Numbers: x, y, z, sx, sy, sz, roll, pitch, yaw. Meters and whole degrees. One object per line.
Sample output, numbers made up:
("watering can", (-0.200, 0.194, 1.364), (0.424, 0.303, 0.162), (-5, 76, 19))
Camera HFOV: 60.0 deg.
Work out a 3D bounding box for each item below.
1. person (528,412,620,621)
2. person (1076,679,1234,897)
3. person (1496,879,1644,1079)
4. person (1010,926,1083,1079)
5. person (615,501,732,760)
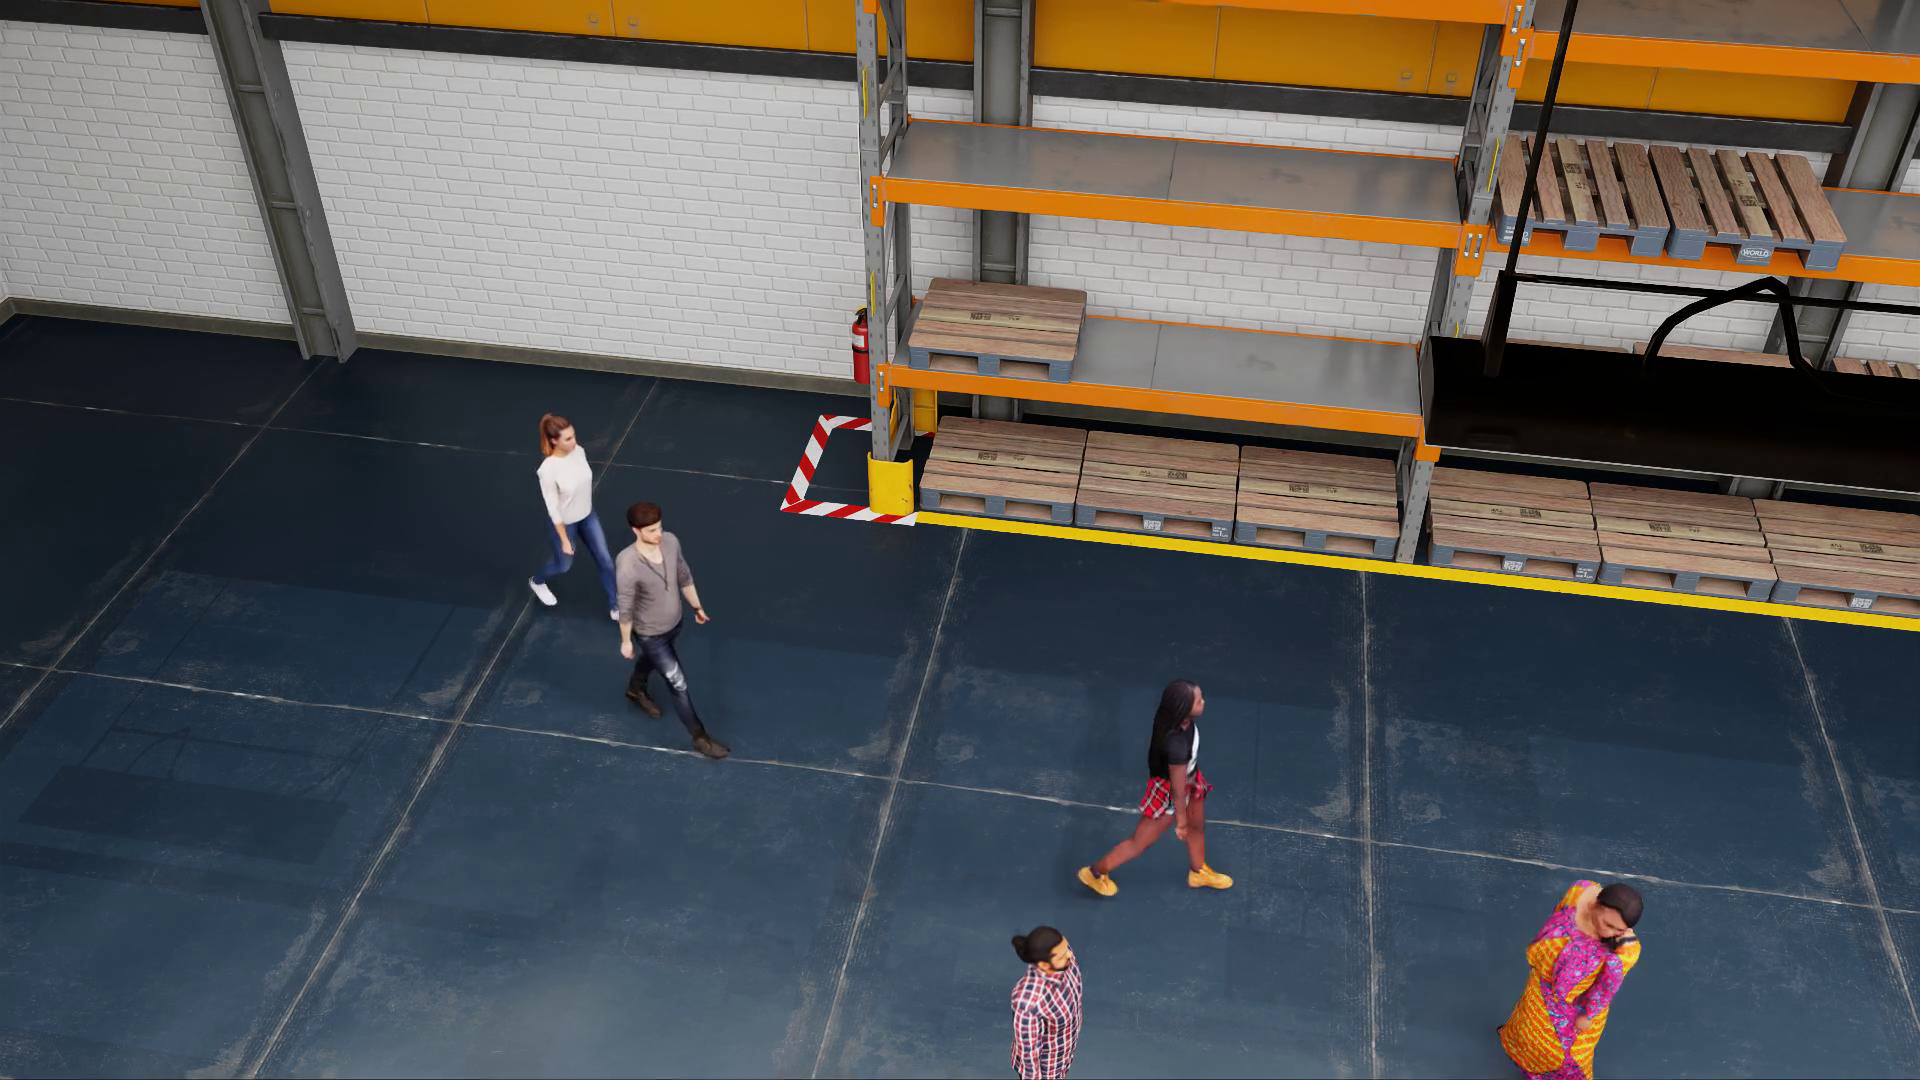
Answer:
("person", (-2.750, -0.125, 11.487), (1.206, 1.683, 0.897), (22, 44, 25))
("person", (1.107, 1.467, 9.489), (1.188, 1.689, 0.693), (2, 39, 3))
("person", (3.148, 2.201, 8.589), (0.866, 1.665, 0.868), (-3, 39, -4))
("person", (0.420, 2.485, 8.158), (0.680, 1.760, 0.736), (14, 41, 16))
("person", (-1.980, 0.506, 10.557), (1.299, 1.858, 1.009), (22, 44, 25))
